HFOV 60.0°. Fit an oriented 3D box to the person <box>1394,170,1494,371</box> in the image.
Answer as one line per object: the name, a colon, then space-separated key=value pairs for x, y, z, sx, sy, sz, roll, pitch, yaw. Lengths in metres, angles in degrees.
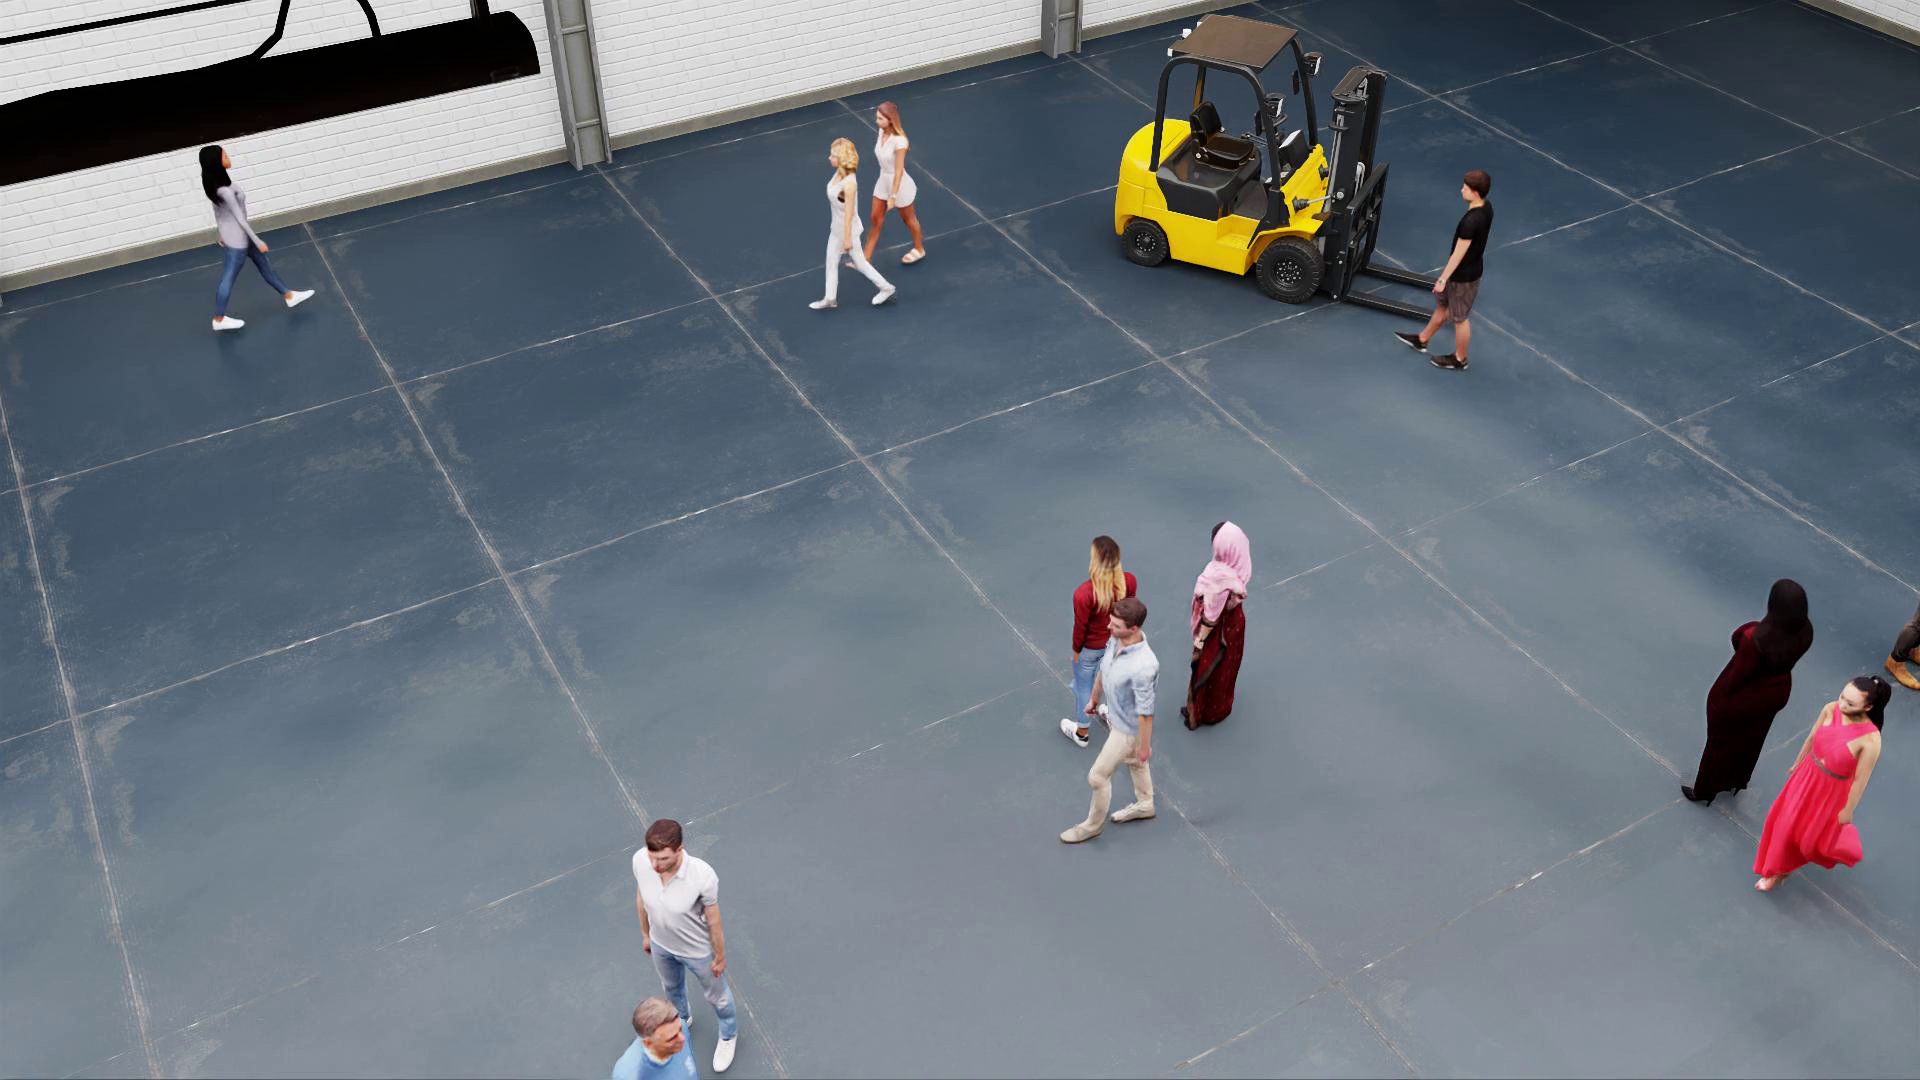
person: x=4.352 y=-2.258 z=14.114 sx=1.054 sy=1.846 sz=1.025 roll=16 pitch=41 yaw=20

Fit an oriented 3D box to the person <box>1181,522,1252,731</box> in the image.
person: x=1.687 y=0.540 z=10.783 sx=0.814 sy=1.631 sz=0.694 roll=23 pitch=44 yaw=26

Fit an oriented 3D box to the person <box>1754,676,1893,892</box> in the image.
person: x=5.069 y=1.418 z=9.624 sx=0.894 sy=1.706 sz=0.722 roll=-11 pitch=40 yaw=-14

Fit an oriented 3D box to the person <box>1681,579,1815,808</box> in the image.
person: x=4.849 y=0.947 z=10.176 sx=0.567 sy=1.754 sz=0.742 roll=-15 pitch=41 yaw=-18

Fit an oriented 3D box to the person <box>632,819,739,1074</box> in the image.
person: x=-1.434 y=2.078 z=8.683 sx=0.721 sy=1.849 sz=0.758 roll=13 pitch=40 yaw=16

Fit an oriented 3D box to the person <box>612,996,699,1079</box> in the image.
person: x=-1.484 y=2.735 z=7.913 sx=0.995 sy=1.783 sz=1.016 roll=23 pitch=44 yaw=26

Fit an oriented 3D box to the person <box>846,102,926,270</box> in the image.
person: x=-0.537 y=-3.305 z=15.582 sx=1.119 sy=1.651 sz=0.687 roll=-26 pitch=46 yaw=-29

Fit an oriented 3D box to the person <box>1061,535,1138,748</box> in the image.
person: x=0.902 y=0.647 z=10.649 sx=0.450 sy=1.632 sz=0.658 roll=-18 pitch=42 yaw=-21

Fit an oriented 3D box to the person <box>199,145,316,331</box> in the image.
person: x=-6.487 y=-2.613 z=14.689 sx=1.171 sy=1.683 sz=0.645 roll=-22 pitch=43 yaw=-25

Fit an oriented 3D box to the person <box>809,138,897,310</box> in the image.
person: x=-0.935 y=-2.810 z=14.972 sx=1.107 sy=1.639 sz=0.780 roll=-10 pitch=40 yaw=-13

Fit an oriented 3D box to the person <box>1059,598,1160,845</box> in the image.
person: x=1.090 y=1.065 z=9.969 sx=0.992 sy=1.827 sz=0.847 roll=-6 pitch=39 yaw=-8
